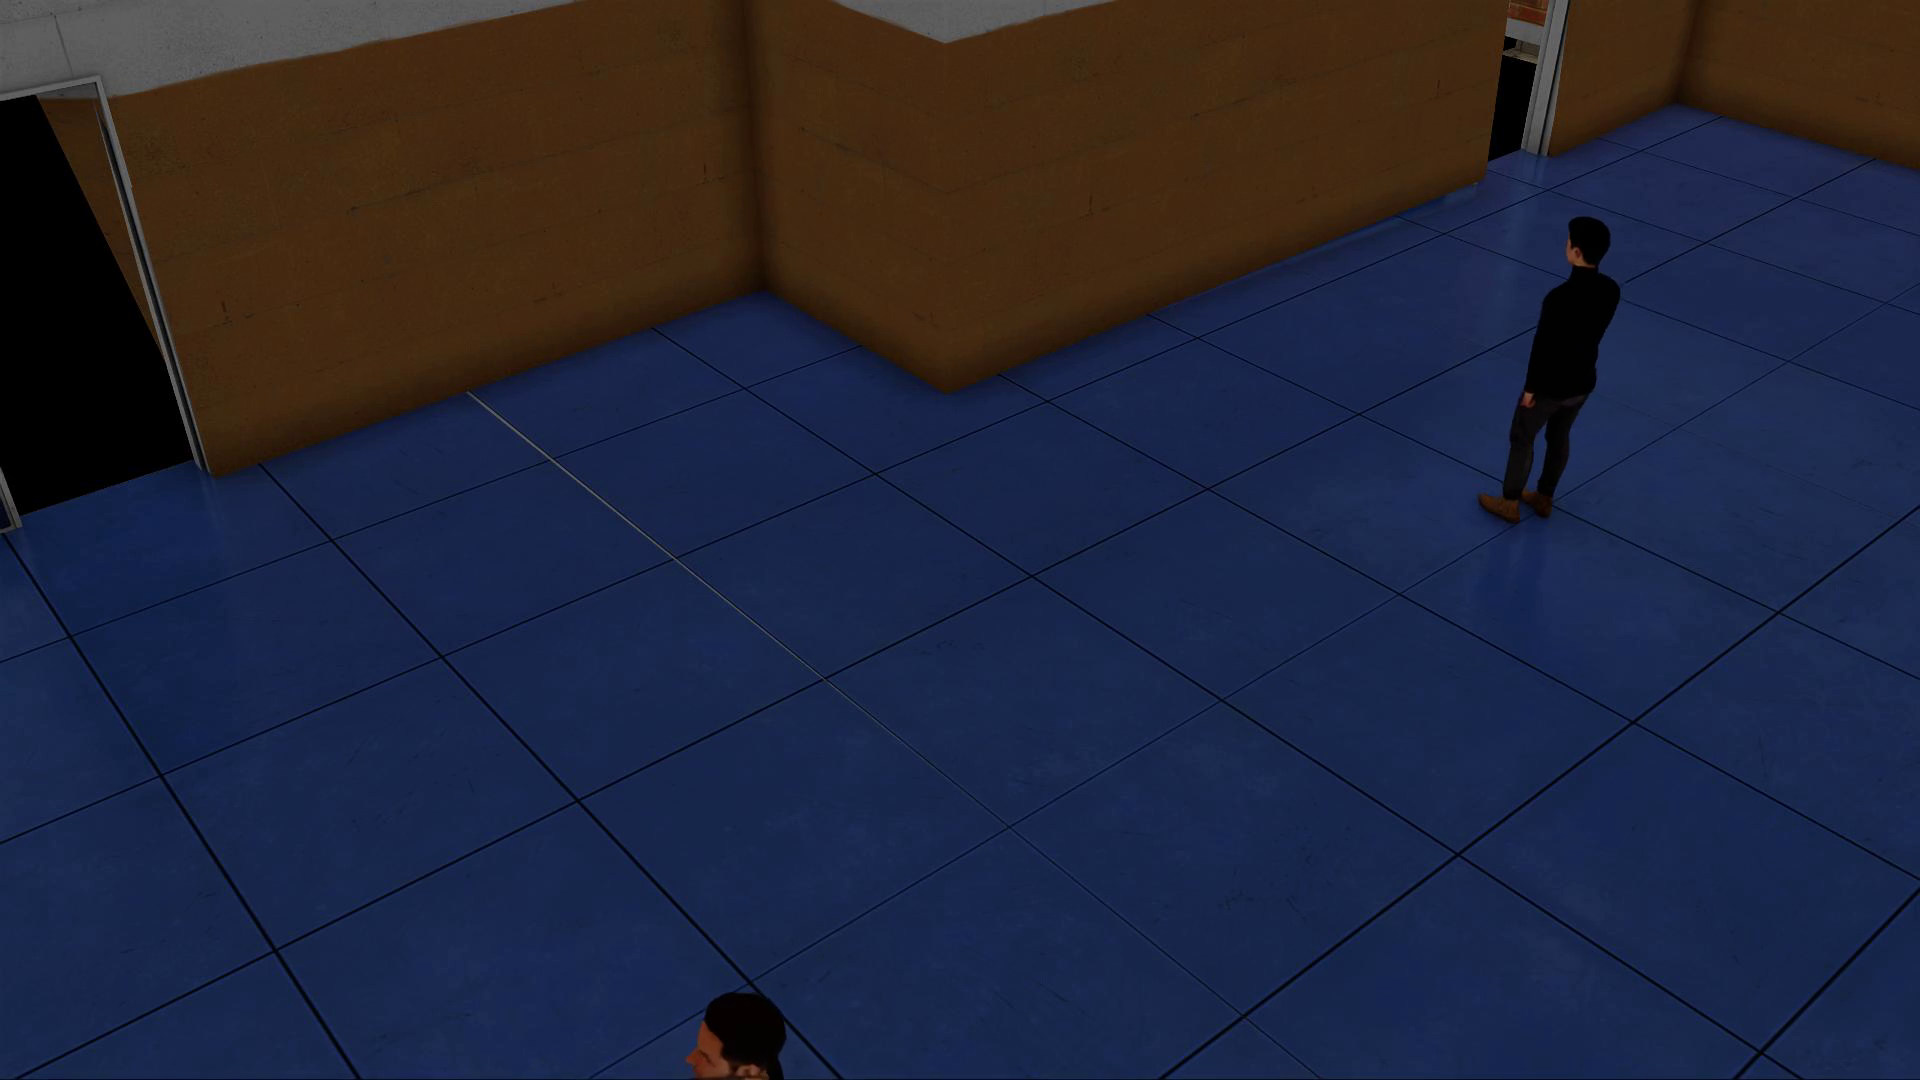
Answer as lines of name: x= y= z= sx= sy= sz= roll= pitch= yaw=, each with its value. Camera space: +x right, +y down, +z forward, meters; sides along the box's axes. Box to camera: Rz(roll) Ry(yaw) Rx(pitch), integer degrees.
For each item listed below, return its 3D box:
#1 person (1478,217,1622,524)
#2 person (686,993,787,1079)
person: x=3.154 y=-0.852 z=8.660 sx=0.729 sy=1.721 sz=0.696 roll=-13 pitch=36 yaw=-19
person: x=-0.539 y=1.860 z=4.436 sx=0.773 sy=1.860 sz=0.627 roll=-8 pitch=34 yaw=-12
